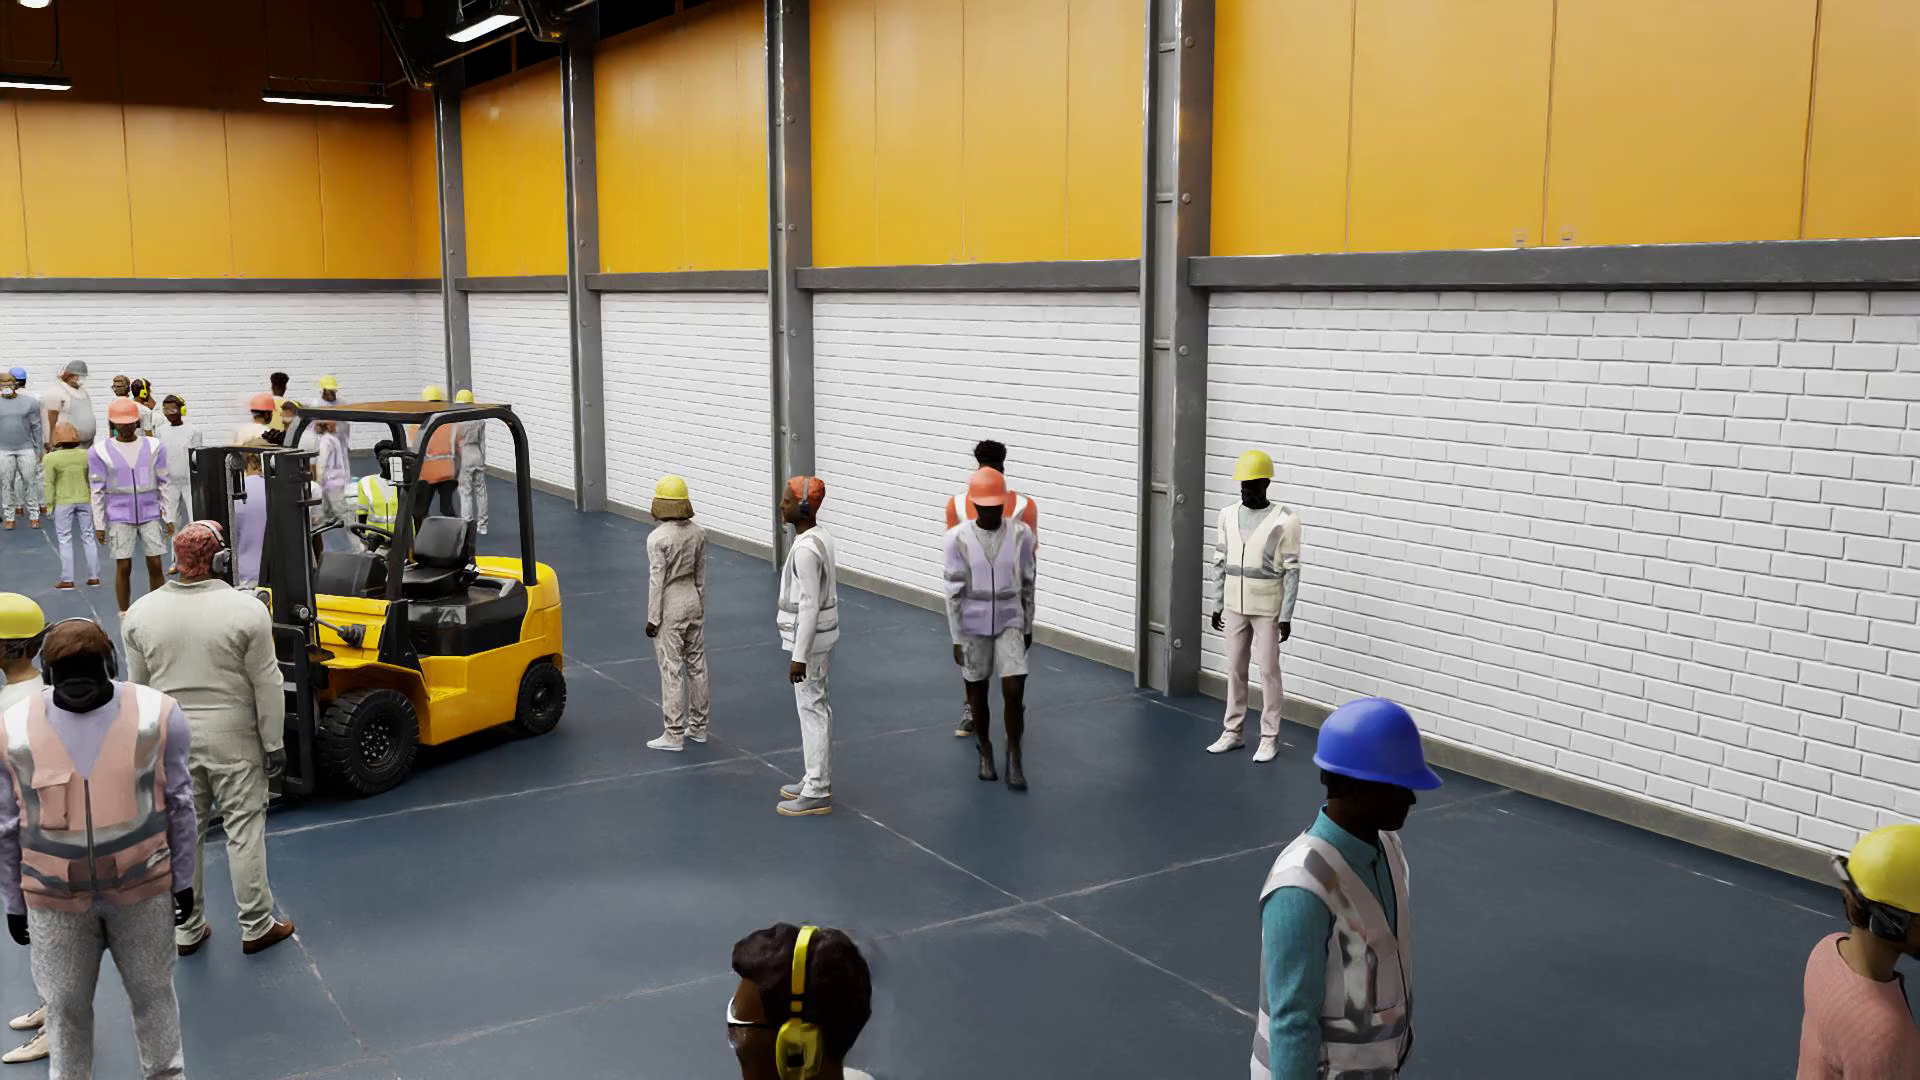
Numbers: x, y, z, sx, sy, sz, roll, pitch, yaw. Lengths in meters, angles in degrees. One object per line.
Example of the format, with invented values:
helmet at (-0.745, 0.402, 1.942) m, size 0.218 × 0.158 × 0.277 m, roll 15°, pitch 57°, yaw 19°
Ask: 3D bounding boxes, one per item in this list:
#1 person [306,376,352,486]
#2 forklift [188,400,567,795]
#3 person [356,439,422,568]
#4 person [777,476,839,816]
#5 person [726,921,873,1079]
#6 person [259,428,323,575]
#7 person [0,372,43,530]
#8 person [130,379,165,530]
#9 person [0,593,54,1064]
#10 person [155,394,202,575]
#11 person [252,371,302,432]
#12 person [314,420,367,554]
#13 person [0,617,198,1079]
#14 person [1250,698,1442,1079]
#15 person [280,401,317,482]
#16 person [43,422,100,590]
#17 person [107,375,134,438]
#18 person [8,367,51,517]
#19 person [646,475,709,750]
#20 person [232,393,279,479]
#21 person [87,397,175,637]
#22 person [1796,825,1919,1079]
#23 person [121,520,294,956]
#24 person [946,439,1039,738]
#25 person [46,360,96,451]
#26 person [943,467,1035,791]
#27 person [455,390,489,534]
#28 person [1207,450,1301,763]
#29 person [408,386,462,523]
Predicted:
person at (-8.335, -1.282, 22.097) m, size 0.926 × 1.780 × 0.624 m, roll 8°, pitch 11°, yaw 42°
forklift at (-3.529, 0.258, 10.348) m, size 1.214 × 2.155 × 2.313 m, roll 4°, pitch 9°, yaw 25°
person at (-4.654, 0.021, 13.605) m, size 0.536 × 1.700 × 0.318 m, roll -2°, pitch 9°, yaw -11°
person at (-0.851, 0.579, 9.226) m, size 0.355 × 1.884 × 0.575 m, roll 0°, pitch 8°, yaw 0°
person at (-0.258, 1.544, 2.816) m, size 0.533 × 1.853 × 0.558 m, roll 0°, pitch 8°, yaw 2°
person at (-4.657, 0.210, 11.438) m, size 0.604 × 1.966 × 0.367 m, roll -7°, pitch 11°, yaw -39°
person at (-11.528, -1.079, 20.268) m, size 0.635 × 1.929 × 0.381 m, roll -5°, pitch 10°, yaw -30°
person at (-9.874, -1.012, 20.069) m, size 0.526 × 1.856 × 0.333 m, roll 4°, pitch 9°, yaw 27°
person at (-3.527, 1.071, 6.294) m, size 0.306 × 1.772 × 0.527 m, roll -4°, pitch 9°, yaw -23°
person at (-7.960, -0.560, 17.001) m, size 0.511 × 1.861 × 0.322 m, roll 1°, pitch 8°, yaw 5°
person at (-8.518, -1.150, 20.787) m, size 0.617 × 1.921 × 0.925 m, roll -3°, pitch 9°, yaw -18°
person at (-6.806, -0.562, 17.875) m, size 0.859 × 1.590 × 0.528 m, roll -2°, pitch 9°, yaw -13°
person at (-2.858, 1.155, 5.526) m, size 0.617 × 1.835 × 0.428 m, roll -4°, pitch 9°, yaw -23°
person at (0.923, 1.325, 4.039) m, size 0.425 × 1.938 × 0.604 m, roll 6°, pitch 10°, yaw 33°
person at (-6.421, -0.441, 16.215) m, size 0.549 × 1.851 × 0.471 m, roll 6°, pitch 10°, yaw 34°
person at (-8.664, -0.333, 16.240) m, size 0.276 × 1.627 × 0.497 m, roll 7°, pitch 11°, yaw 39°
person at (-10.759, -1.216, 21.506) m, size 0.501 × 1.838 × 0.341 m, roll 1°, pitch 9°, yaw 8°
person at (-12.084, -1.265, 21.484) m, size 0.604 × 1.939 × 0.416 m, roll -6°, pitch 10°, yaw -36°
person at (-1.808, 0.455, 10.534) m, size 0.295 × 1.743 × 0.493 m, roll 5°, pitch 10°, yaw 33°
person at (-7.047, -0.534, 16.759) m, size 0.555 × 1.876 × 1.007 m, roll 3°, pitch 9°, yaw 22°
person at (-6.921, -0.186, 13.924) m, size 0.613 × 2.028 × 0.409 m, roll -6°, pitch 10°, yaw -36°
person at (1.989, 1.470, 3.673) m, size 0.342 × 1.754 × 0.531 m, roll 2°, pitch 9°, yaw 15°
person at (-3.244, 0.863, 7.242) m, size 0.648 × 1.907 × 0.409 m, roll 0°, pitch 8°, yaw -1°
person at (0.204, 0.319, 10.743) m, size 0.609 × 1.956 × 0.378 m, roll 2°, pitch 9°, yaw 11°
person at (-11.723, -1.398, 22.023) m, size 0.546 × 2.000 × 0.734 m, roll 1°, pitch 9°, yaw 8°
person at (0.177, 0.512, 9.640) m, size 0.548 × 1.893 × 0.702 m, roll -1°, pitch 8°, yaw -6°
person at (-5.850, -0.915, 19.768) m, size 0.295 × 1.744 × 0.485 m, roll 6°, pitch 10°, yaw 34°
person at (1.810, 0.402, 10.275) m, size 0.587 × 1.927 × 0.367 m, roll 7°, pitch 11°, yaw 40°
person at (-5.678, -0.701, 17.834) m, size 0.611 × 1.886 × 0.871 m, roll -7°, pitch 11°, yaw -41°
